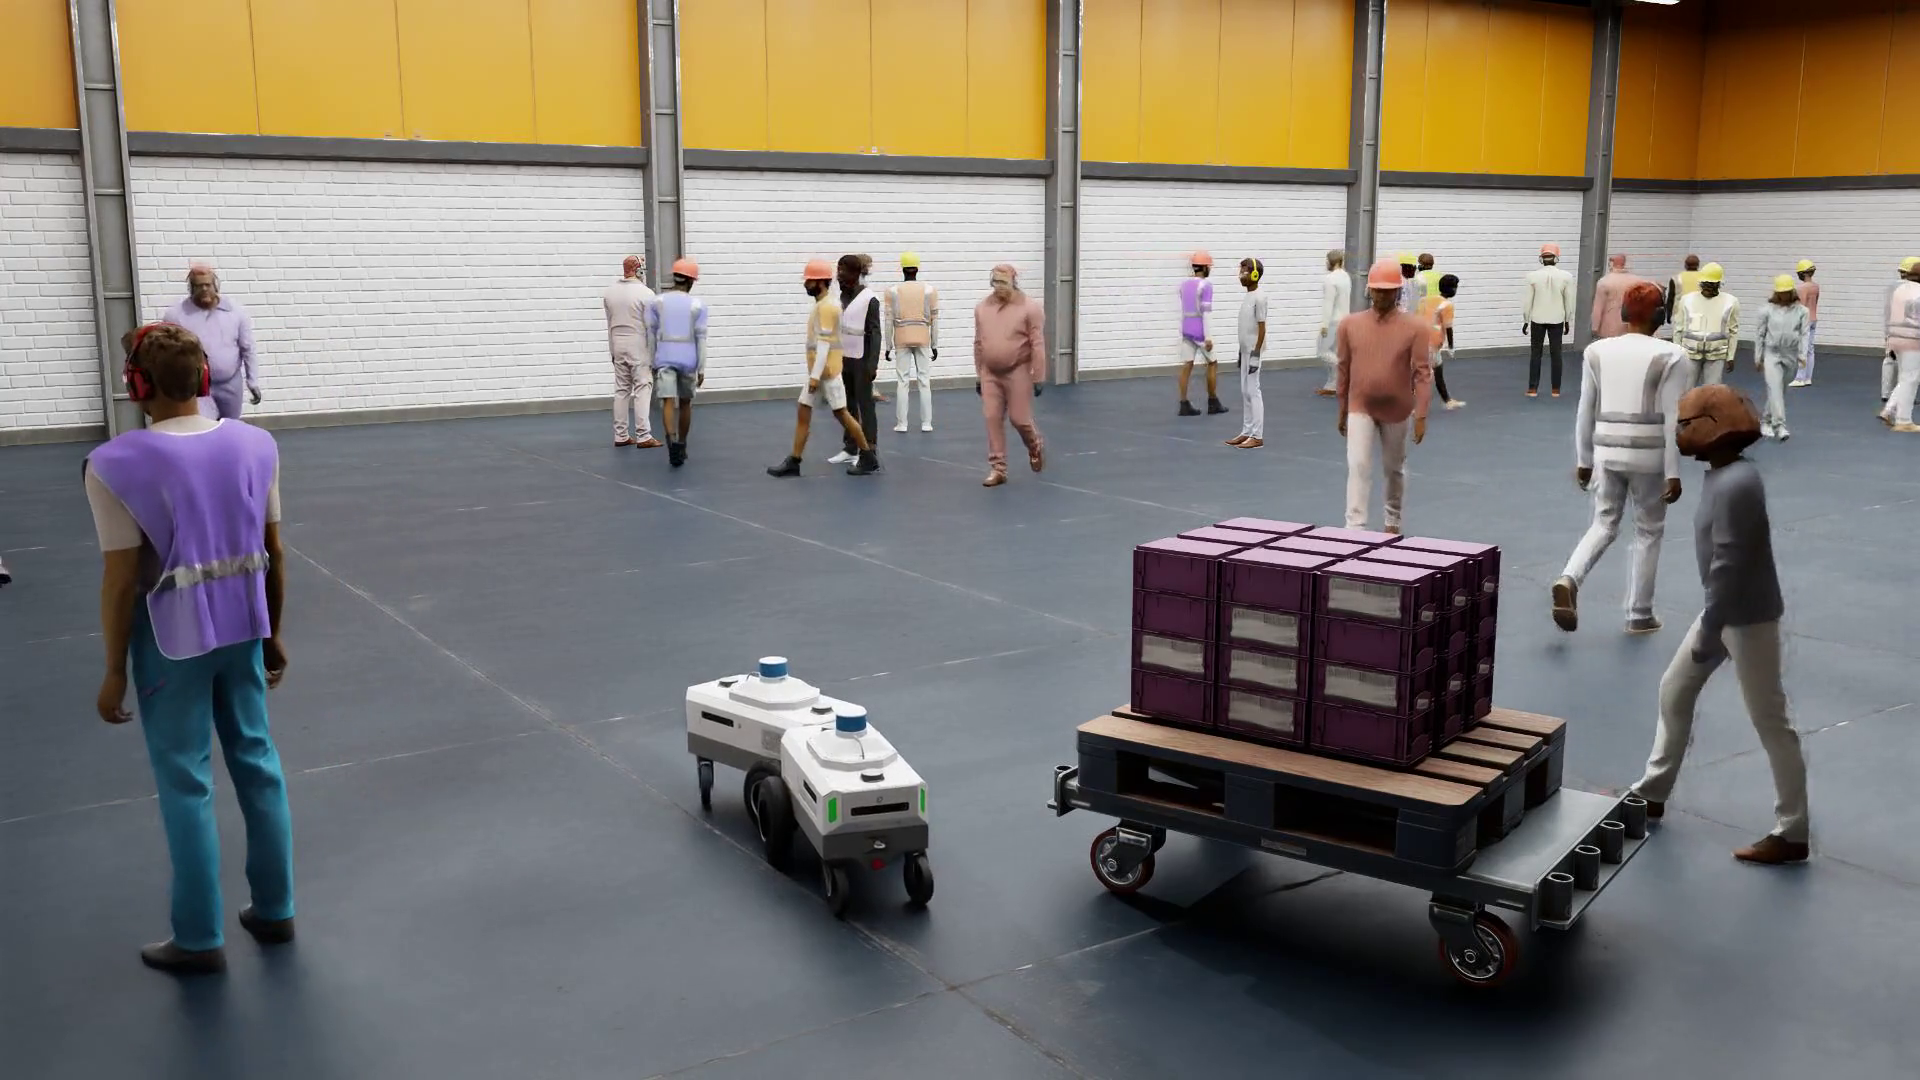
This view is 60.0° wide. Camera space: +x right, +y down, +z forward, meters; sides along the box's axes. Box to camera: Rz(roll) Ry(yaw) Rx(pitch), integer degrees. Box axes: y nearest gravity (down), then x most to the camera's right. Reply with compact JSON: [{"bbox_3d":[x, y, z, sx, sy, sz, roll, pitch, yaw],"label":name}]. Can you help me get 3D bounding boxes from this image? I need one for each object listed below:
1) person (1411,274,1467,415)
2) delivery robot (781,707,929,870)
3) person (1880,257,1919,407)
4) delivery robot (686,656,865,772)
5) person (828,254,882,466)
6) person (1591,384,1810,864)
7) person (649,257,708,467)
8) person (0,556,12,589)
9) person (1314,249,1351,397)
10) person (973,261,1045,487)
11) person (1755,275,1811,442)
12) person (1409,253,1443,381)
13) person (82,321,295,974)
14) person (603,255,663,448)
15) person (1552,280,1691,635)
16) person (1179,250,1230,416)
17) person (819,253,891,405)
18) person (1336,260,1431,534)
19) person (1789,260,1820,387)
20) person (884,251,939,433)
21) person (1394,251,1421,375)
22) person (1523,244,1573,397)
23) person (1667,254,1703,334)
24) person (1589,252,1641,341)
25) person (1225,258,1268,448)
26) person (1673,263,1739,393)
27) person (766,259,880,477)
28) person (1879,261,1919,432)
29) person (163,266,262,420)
[{"bbox_3d":[5.578,-2.275,19.431,0.880,1.627,0.540,-1,10,-8],"label":"person"},{"bbox_3d":[-0.349,0.787,5.378,0.477,0.478,0.707,-3,11,-18],"label":"delivery robot"},{"bbox_3d":[11.623,-2.559,20.465,0.404,1.835,0.587,-2,11,-13],"label":"person"},{"bbox_3d":[-0.673,0.667,6.036,0.707,0.478,0.477,10,14,43],"label":"delivery robot"},{"bbox_3d":[-0.946,-1.634,15.171,0.375,1.916,0.592,-10,14,-43],"label":"person"},{"bbox_3d":[2.565,0.270,5.649,0.704,1.578,0.523,3,11,14],"label":"person"},{"bbox_3d":[-2.562,-1.619,15.149,0.555,1.900,0.880,-1,10,-6],"label":"person"},{"bbox_3d":[-5.992,-0.621,9.702,1.038,1.875,0.655,5,12,27],"label":"person"},{"bbox_3d":[4.876,-2.791,21.505,0.513,1.919,0.644,7,12,33],"label":"person"},{"bbox_3d":[0.438,-1.406,14.024,0.666,1.878,0.660,5,12,26],"label":"person"},{"bbox_3d":[8.421,-1.863,17.039,0.488,1.683,0.922,2,10,8],"label":"person"},{"bbox_3d":[6.666,-3.200,23.962,0.628,1.843,0.429,-6,12,-30],"label":"person"},{"bbox_3d":[-2.145,0.311,4.712,0.372,1.840,0.570,6,12,30],"label":"person"},{"bbox_3d":[-3.199,-1.855,16.437,0.645,1.903,0.401,6,12,30],"label":"person"},{"bbox_3d":[3.407,-0.397,8.568,0.714,1.865,0.585,-8,13,-38],"label":"person"},{"bbox_3d":[2.868,-2.407,19.404,0.780,1.913,0.571,-7,12,-33],"label":"person"},{"bbox_3d":[-1.384,-2.614,20.652,0.966,1.894,0.670,-1,10,-8],"label":"person"},{"bbox_3d":[2.770,-0.863,10.920,0.620,1.933,1.064,4,11,20],"label":"person"},{"bbox_3d":[11.719,-3.006,23.129,0.524,1.760,0.328,-8,13,-39],"label":"person"},{"bbox_3d":[-0.516,-2.096,17.668,0.584,1.930,0.360,-1,10,-7],"label":"person"},{"bbox_3d":[5.746,-2.872,22.035,0.834,1.899,0.594,2,11,13],"label":"person"},{"bbox_3d":[7.651,-2.857,21.686,0.608,1.986,0.391,2,11,11],"label":"person"},{"bbox_3d":[11.367,-3.547,25.966,0.623,1.816,0.804,4,11,21],"label":"person"},{"bbox_3d":[8.399,-2.732,21.267,0.667,1.888,0.480,-3,11,-15],"label":"person"},{"bbox_3d":[2.850,-1.838,16.419,0.328,1.872,0.510,-2,10,-8],"label":"person"},{"bbox_3d":[7.449,-1.857,16.654,0.586,1.822,0.404,4,11,23],"label":"person"},{"bbox_3d":[-1.156,-1.477,14.402,0.983,1.899,0.556,-3,11,-16],"label":"person"},{"bbox_3d":[10.157,-2.056,17.740,0.440,1.828,0.647,0,10,2],"label":"person"},{"bbox_3d":[-5.835,-1.206,13.018,0.639,1.847,1.049,-7,12,-32],"label":"person"}]
